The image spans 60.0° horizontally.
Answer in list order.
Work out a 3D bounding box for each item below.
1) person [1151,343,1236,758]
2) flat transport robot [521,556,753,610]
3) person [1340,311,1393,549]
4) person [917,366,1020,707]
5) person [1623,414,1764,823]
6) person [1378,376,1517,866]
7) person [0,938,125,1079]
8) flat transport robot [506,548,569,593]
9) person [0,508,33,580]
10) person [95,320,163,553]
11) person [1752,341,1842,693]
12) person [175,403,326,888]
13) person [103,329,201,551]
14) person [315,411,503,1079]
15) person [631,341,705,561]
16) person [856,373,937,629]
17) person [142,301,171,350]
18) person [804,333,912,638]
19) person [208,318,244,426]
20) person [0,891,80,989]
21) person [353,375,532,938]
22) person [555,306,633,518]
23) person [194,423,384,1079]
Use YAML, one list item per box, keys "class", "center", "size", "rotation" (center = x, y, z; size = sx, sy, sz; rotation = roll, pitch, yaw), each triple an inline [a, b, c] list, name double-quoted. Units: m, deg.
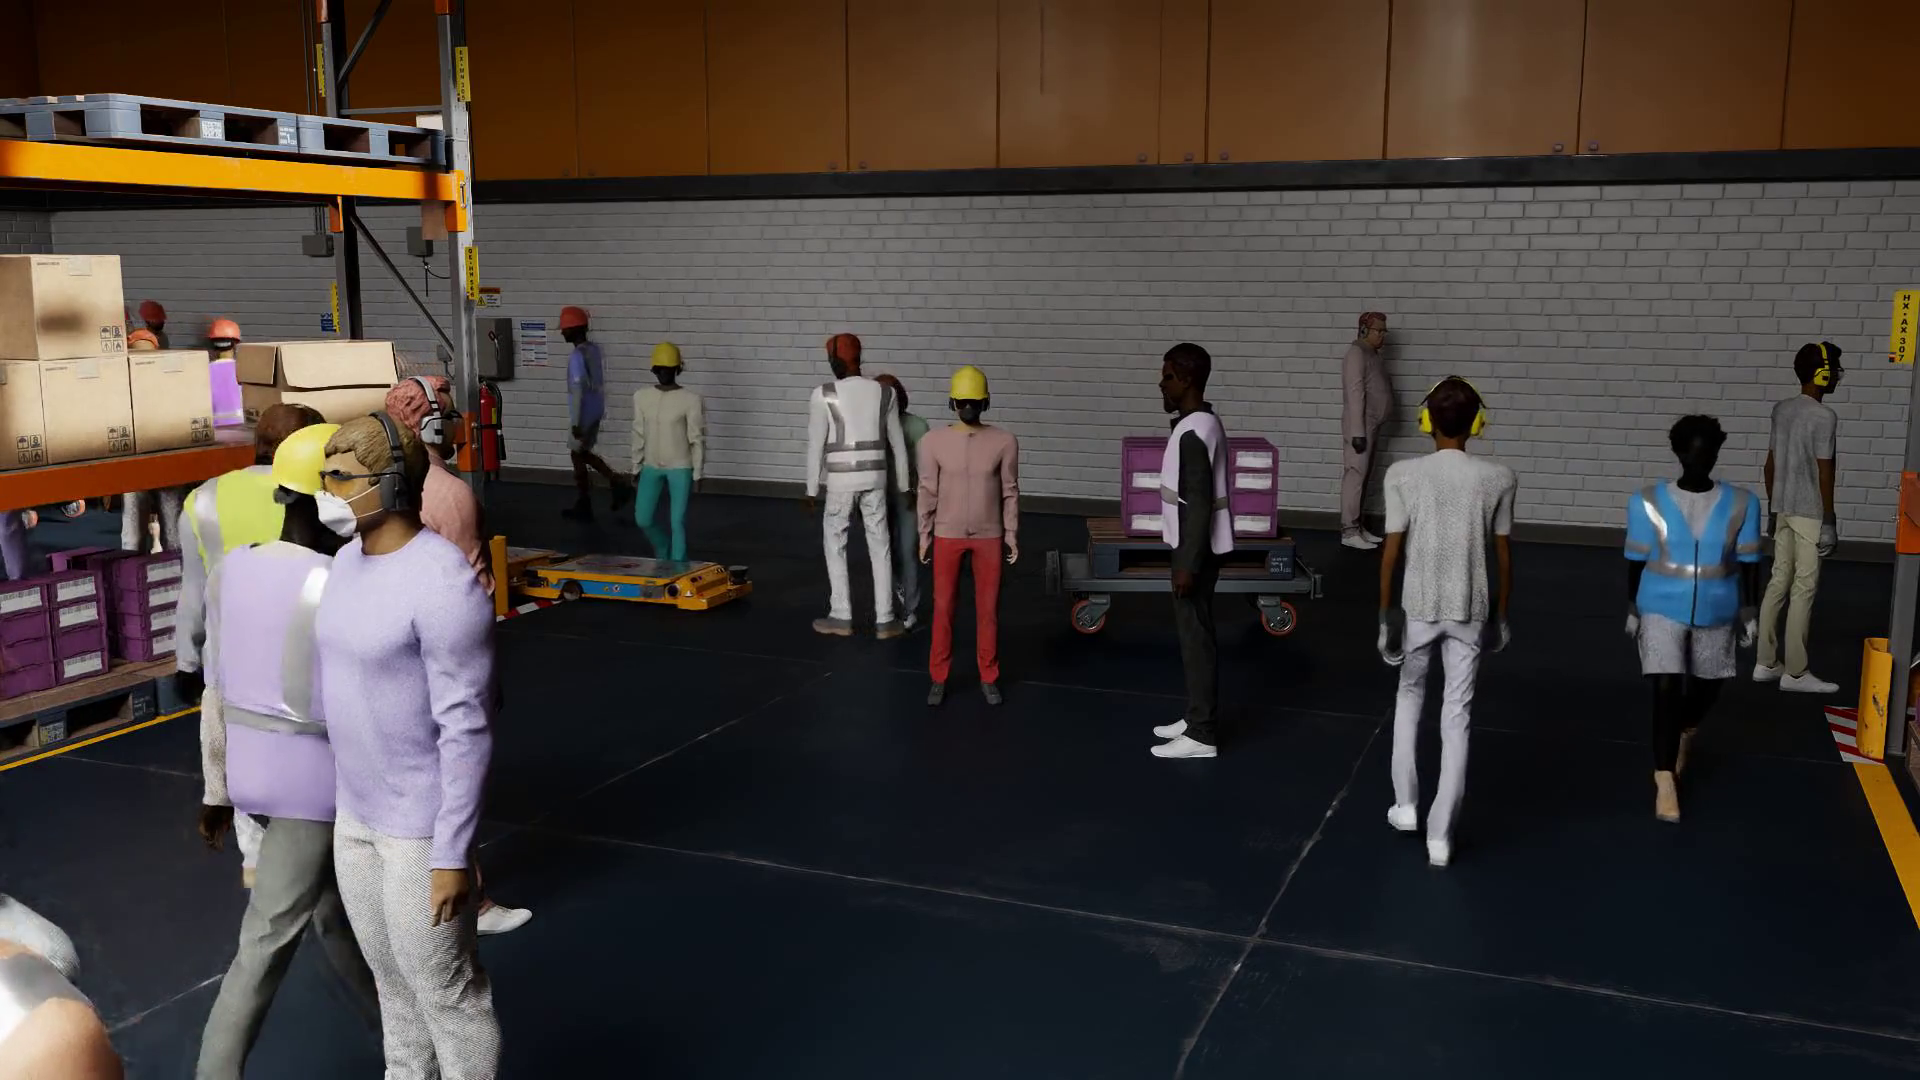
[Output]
- class: "person"
  center: [1.088, 0.051, 7.702]
  size: [0.372, 1.916, 0.596]
  rotation: [2, 10, 10]
- class: "flat transport robot"
  center: [-2.198, 0.274, 11.329]
  size: [1.431, 0.197, 0.652]
  rotation: [3, 10, 20]
- class: "person"
  center: [3.285, -0.888, 13.447]
  size: [0.404, 1.903, 0.636]
  rotation: [4, 10, 23]
- class: "person"
  center: [0.046, -0.012, 8.550]
  size: [0.533, 1.765, 0.330]
  rotation: [-1, 9, -4]
- class: "person"
  center: [3.074, 0.288, 7.027]
  size: [0.537, 1.668, 0.781]
  rotation: [2, 10, 15]
- class: "person"
  center: [1.889, 0.292, 6.468]
  size: [0.504, 1.844, 0.729]
  rotation: [3, 10, 16]
- class: "person"
  center: [-1.119, 1.034, 1.763]
  size: [0.592, 1.911, 0.548]
  rotation: [5, 11, 30]
- class: "flat transport robot"
  center: [-3.527, 0.179, 11.908]
  size: [1.431, 0.197, 0.652]
  rotation: [5, 11, 27]
- class: "person"
  center: [-6.279, -0.407, 10.571]
  size: [0.666, 1.879, 0.746]
  rotation: [3, 10, 16]
- class: "person"
  center: [-6.016, -0.708, 12.047]
  size: [0.612, 2.009, 0.638]
  rotation: [5, 11, 30]
- class: "person"
  center: [4.518, -0.123, 8.903]
  size: [0.316, 1.870, 0.531]
  rotation: [-1, 9, -8]
- class: "person"
  center: [-2.400, 0.424, 5.832]
  size: [0.687, 1.800, 0.735]
  rotation: [-1, 9, -6]
- class: "person"
  center: [-5.002, -0.359, 10.292]
  size: [0.586, 1.882, 0.340]
  rotation: [-8, 12, -40]
- class: "person"
  center: [-1.310, 0.666, 3.915]
  size: [0.373, 1.940, 0.627]
  rotation: [-9, 13, -44]
- class: "person"
  center: [-2.009, -0.490, 11.445]
  size: [0.552, 1.753, 0.355]
  rotation: [2, 10, 14]
- class: "person"
  center: [-0.390, -0.270, 10.588]
  size: [0.555, 1.607, 0.591]
  rotation: [2, 10, 10]
- class: "person"
  center: [-8.781, -1.656, 18.119]
  size: [0.561, 1.890, 0.560]
  rotation: [2, 10, 11]
- class: "person"
  center: [-0.624, -0.329, 10.196]
  size: [0.704, 1.855, 0.562]
  rotation: [-4, 10, -25]
- class: "person"
  center: [-5.495, -0.728, 12.575]
  size: [0.559, 1.865, 1.037]
  rotation: [-2, 10, -13]
- class: "person"
  center: [-1.449, 1.033, 2.411]
  size: [0.488, 1.701, 0.875]
  rotation: [0, 9, 3]
- class: "person"
  center: [-1.769, 0.399, 5.628]
  size: [0.643, 1.909, 0.410]
  rotation: [6, 11, 34]
- class: "person"
  center: [-3.308, -1.132, 14.883]
  size: [0.549, 1.914, 0.569]
  rotation: [1, 9, 9]
- class: "person"
  center: [-1.693, 0.628, 4.381]
  size: [0.600, 1.862, 1.020]
  rotation: [6, 11, 32]
